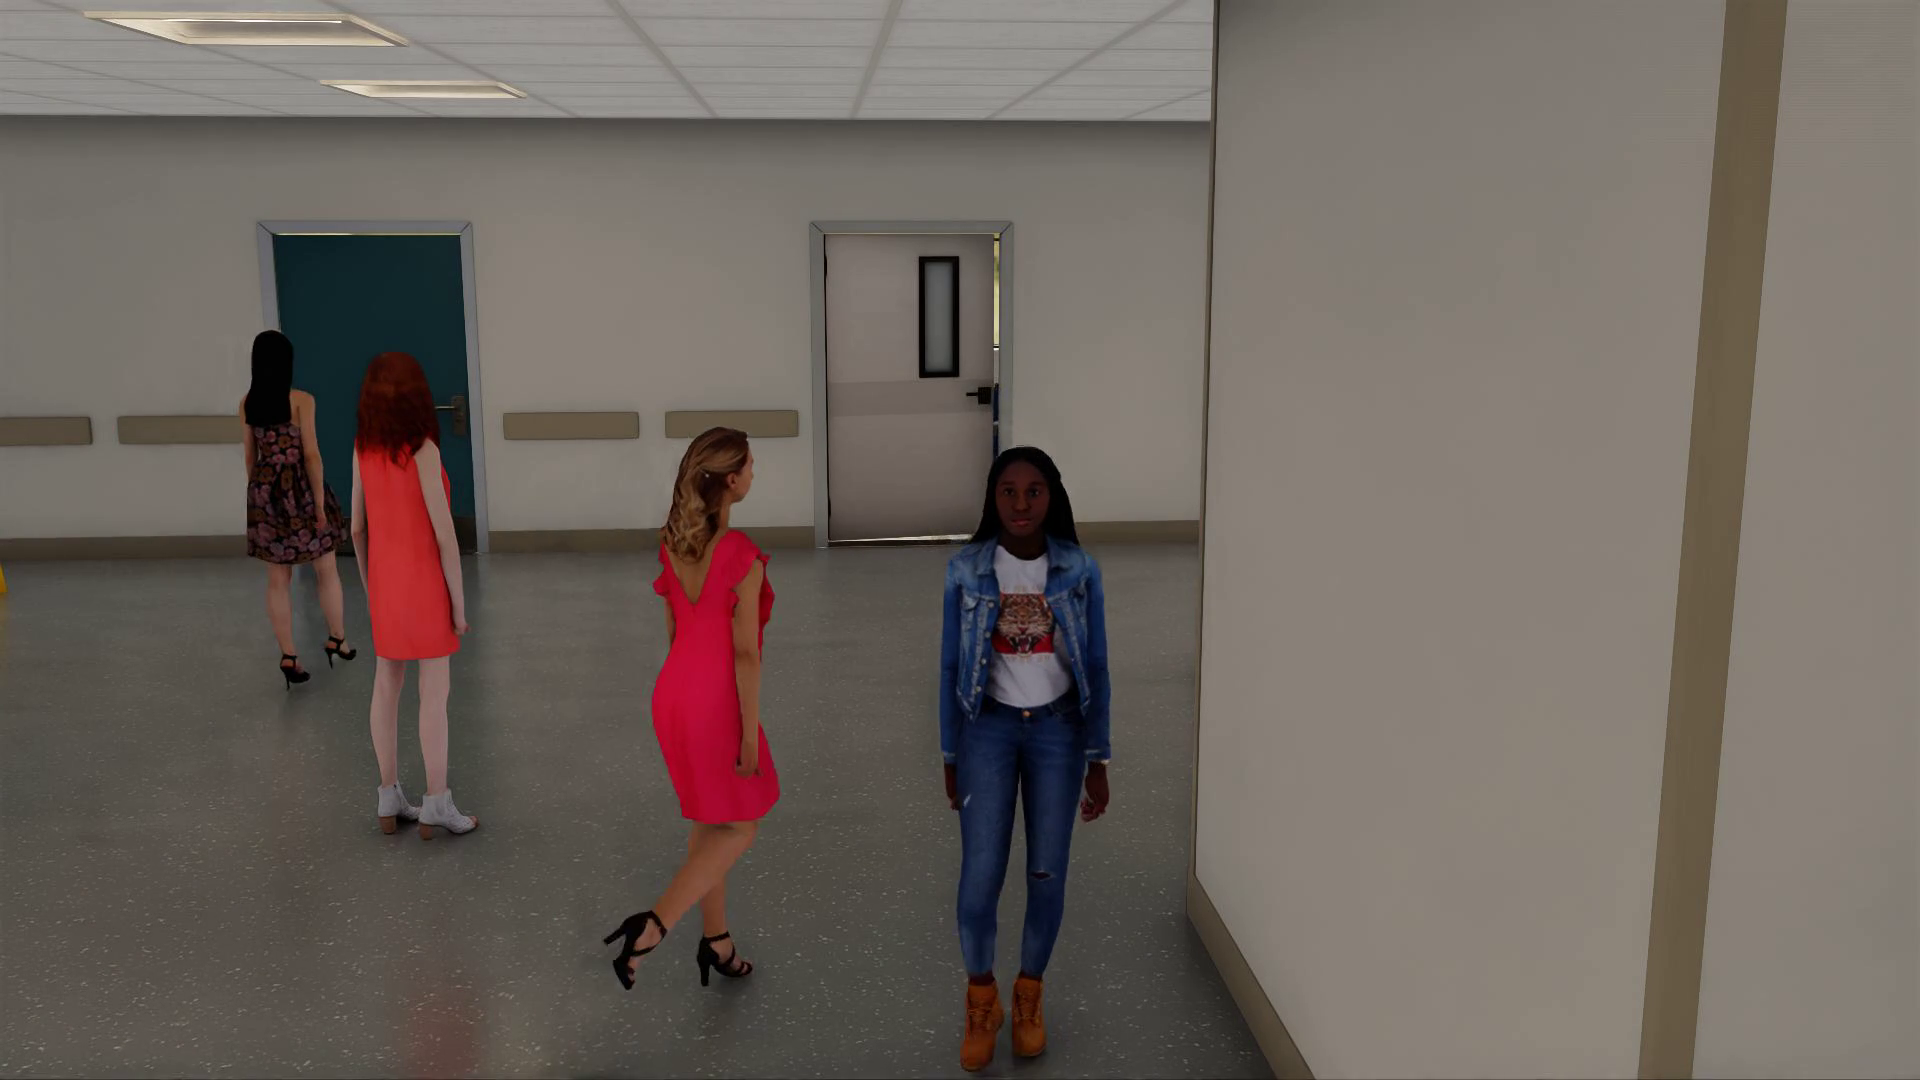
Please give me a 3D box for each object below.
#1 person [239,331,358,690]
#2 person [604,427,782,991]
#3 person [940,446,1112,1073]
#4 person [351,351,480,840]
[{"bbox_3d":[-3.350,-0.129,8.194,0.863,1.758,0.802,1,11,7],"label":"person"},{"bbox_3d":[-0.791,0.543,4.794,0.908,1.704,0.974,8,14,37],"label":"person"},{"bbox_3d":[0.178,0.579,4.616,0.574,1.700,0.671,0,11,-2],"label":"person"},{"bbox_3d":[-2.061,0.212,6.213,0.614,1.827,0.733,5,12,26],"label":"person"}]
